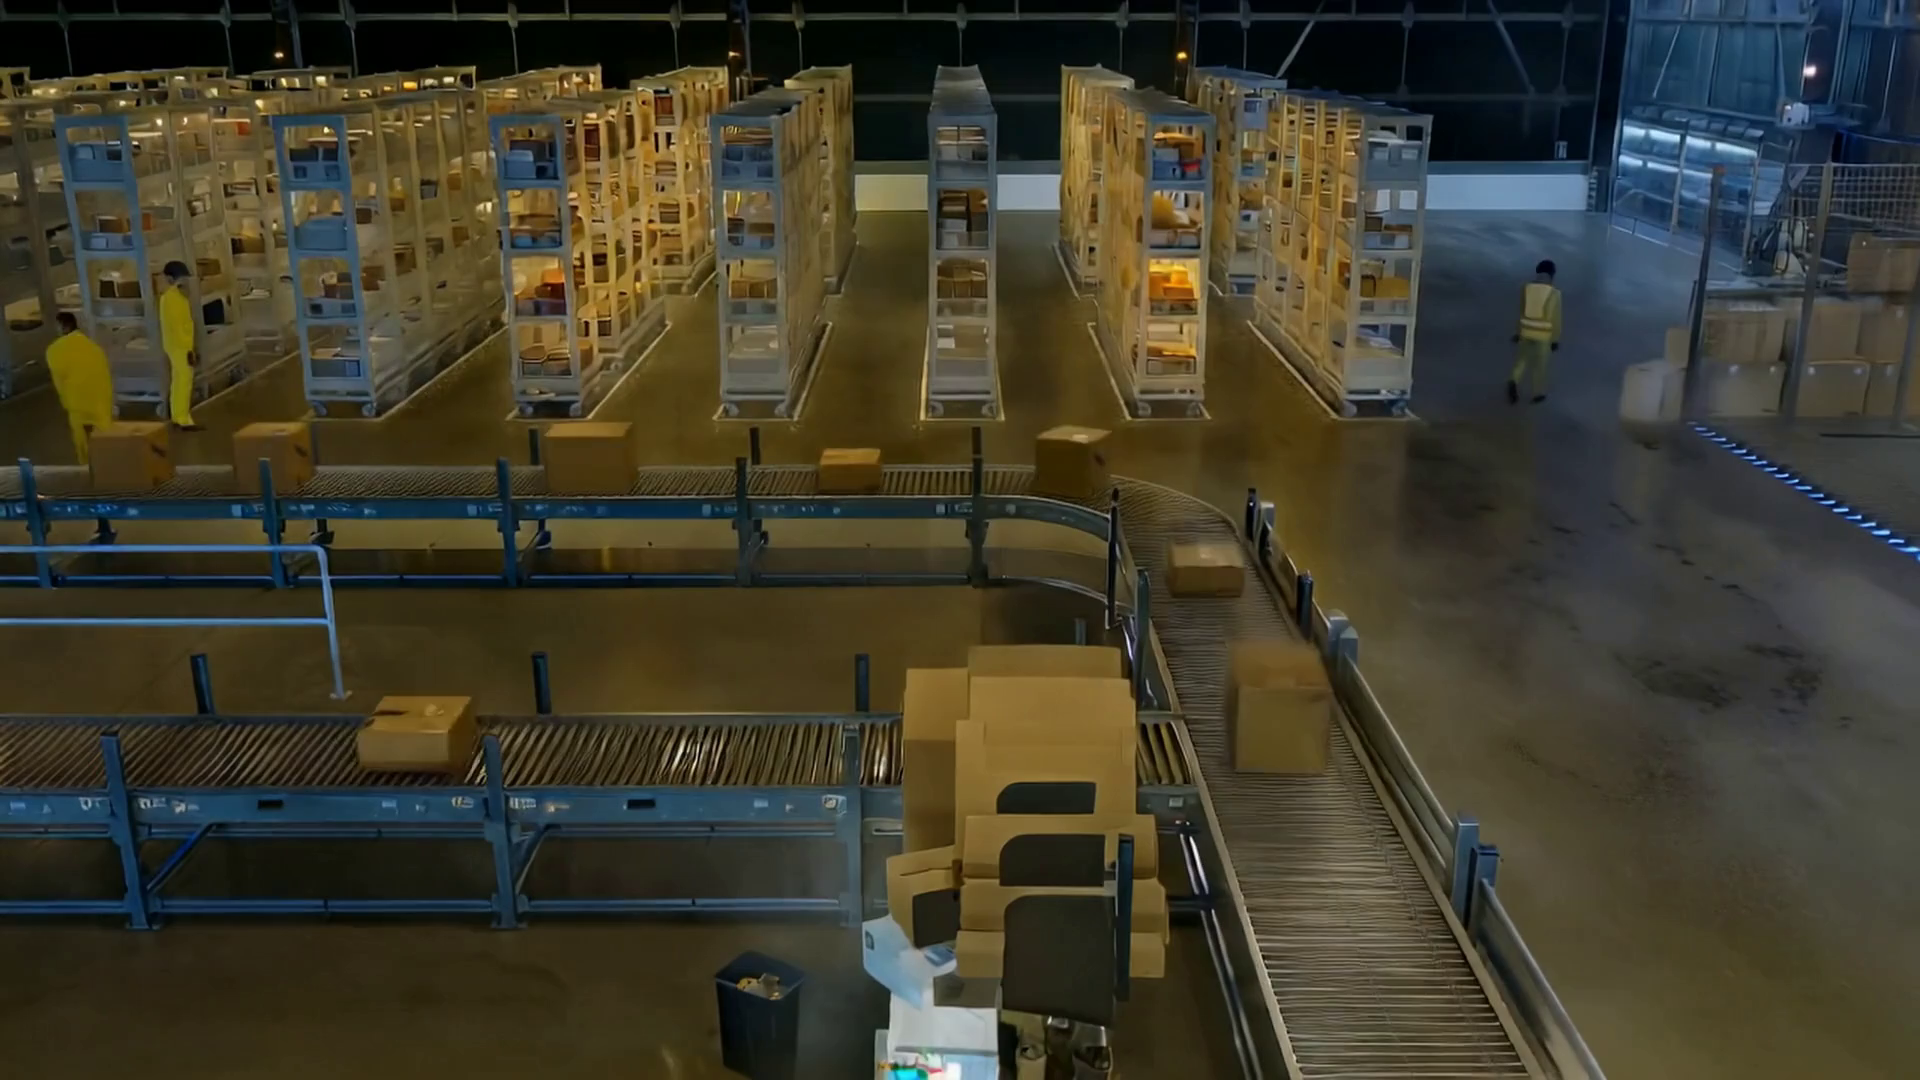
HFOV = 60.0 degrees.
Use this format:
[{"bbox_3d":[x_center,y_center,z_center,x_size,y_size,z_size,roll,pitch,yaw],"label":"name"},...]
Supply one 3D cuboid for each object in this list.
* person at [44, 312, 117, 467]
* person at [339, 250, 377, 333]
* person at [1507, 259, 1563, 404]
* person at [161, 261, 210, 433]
[{"bbox_3d":[-8.768,-1.367,16.833,0.796,1.879,0.396,5,19,14],"label":"person"},{"bbox_3d":[-8.710,-3.715,24.130,0.566,1.827,0.690,1,18,2],"label":"person"},{"bbox_3d":[7.117,-2.556,20.576,0.630,1.815,0.598,-17,24,-42],"label":"person"},{"bbox_3d":[-9.053,-2.260,19.415,0.448,1.973,0.617,-14,23,-37],"label":"person"}]
